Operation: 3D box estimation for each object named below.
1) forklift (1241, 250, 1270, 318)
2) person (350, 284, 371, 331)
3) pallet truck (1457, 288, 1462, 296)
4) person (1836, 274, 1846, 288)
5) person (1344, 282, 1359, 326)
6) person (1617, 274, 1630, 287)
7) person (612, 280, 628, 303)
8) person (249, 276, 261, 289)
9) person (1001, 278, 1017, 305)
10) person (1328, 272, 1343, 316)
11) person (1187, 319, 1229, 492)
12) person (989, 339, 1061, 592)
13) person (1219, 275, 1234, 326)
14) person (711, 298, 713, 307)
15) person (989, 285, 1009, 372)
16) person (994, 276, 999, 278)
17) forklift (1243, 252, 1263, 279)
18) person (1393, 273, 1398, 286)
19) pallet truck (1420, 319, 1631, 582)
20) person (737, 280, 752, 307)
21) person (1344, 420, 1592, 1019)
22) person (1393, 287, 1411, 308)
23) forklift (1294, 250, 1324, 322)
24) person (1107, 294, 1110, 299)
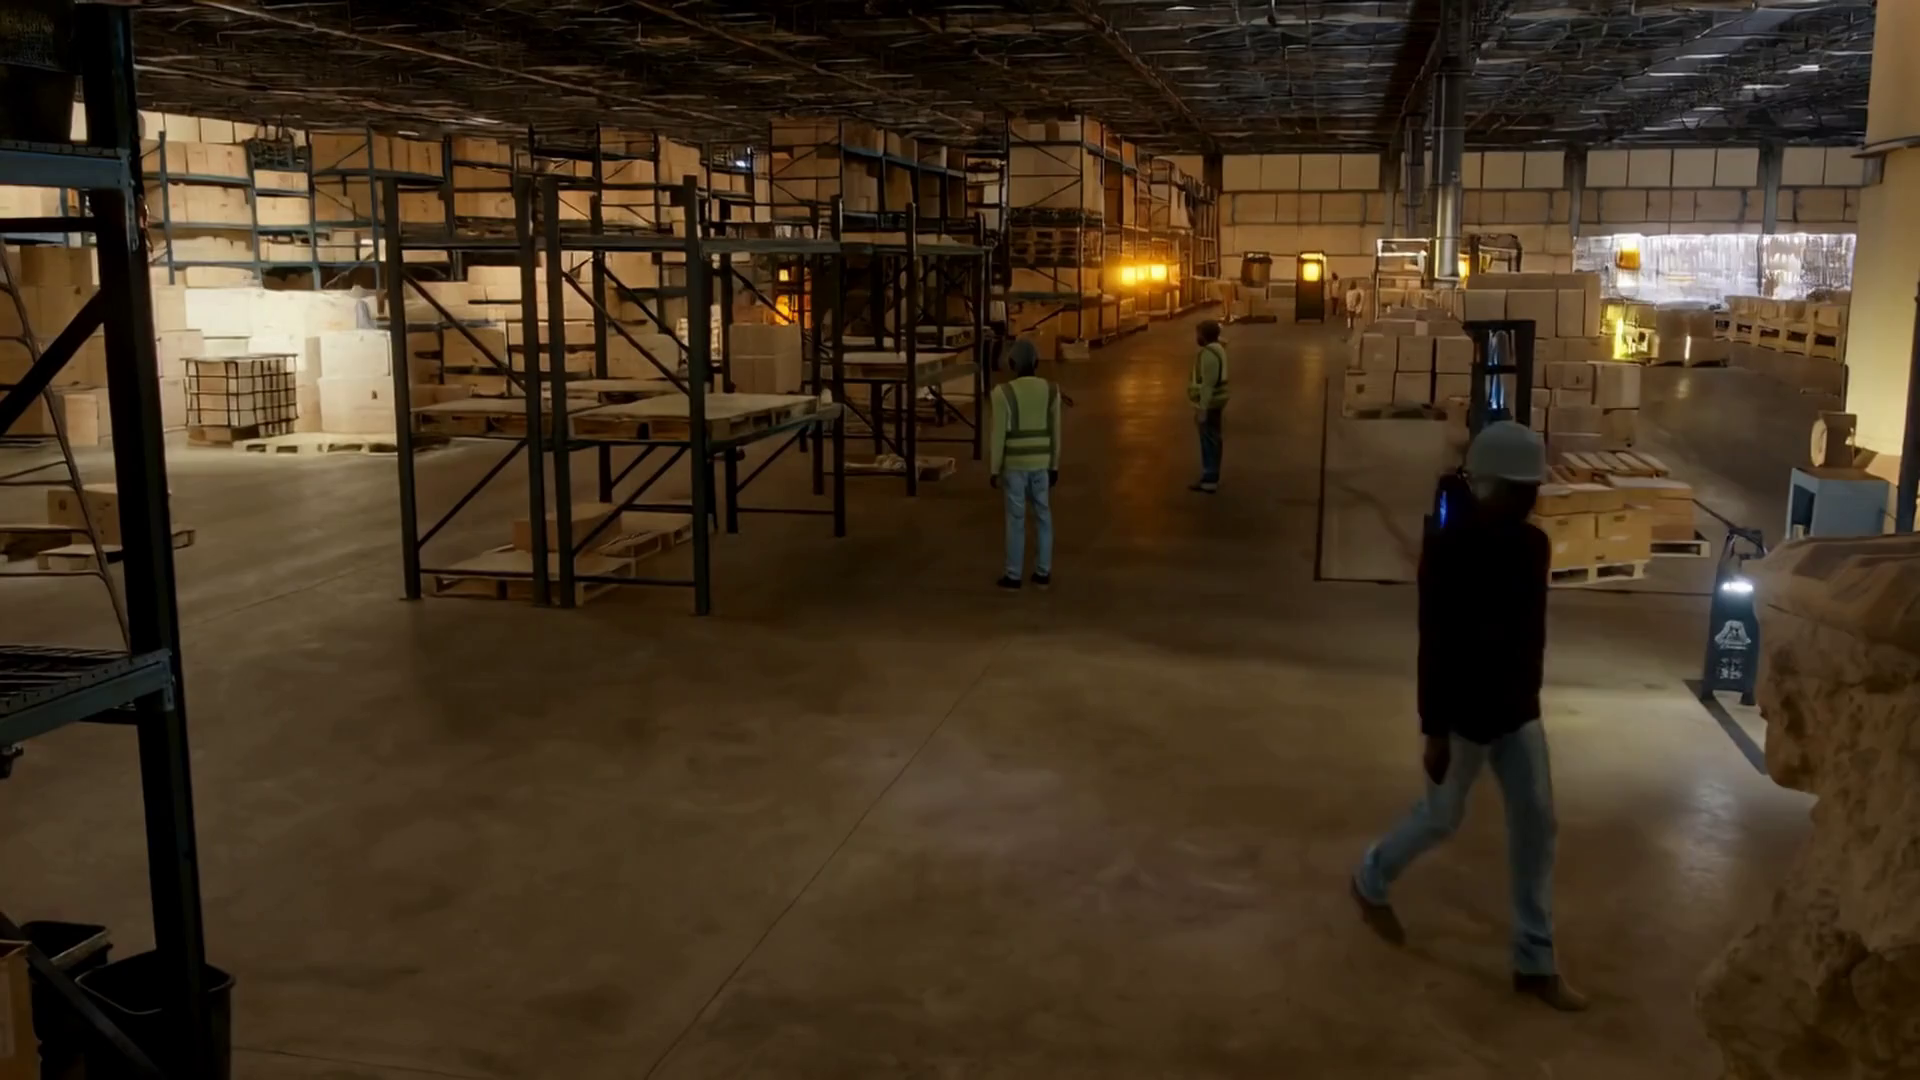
[{"bbox_3d":[12.091,-10.397,67.771,1.129,2.768,1.873,2,10,12],"label":"forklift"},{"bbox_3d":[-13.892,-4.982,38.599,0.441,1.898,0.628,-3,10,-17],"label":"person"},{"bbox_3d":[20.506,-9.785,68.819,0.653,1.274,1.630,2,10,12],"label":"pallet truck"},{"bbox_3d":[39.373,-10.984,74.349,0.403,1.830,0.599,8,13,40],"label":"person"},{"bbox_3d":[14.586,-8.787,61.884,0.539,1.647,0.890,3,10,16],"label":"person"},{"bbox_3d":[28.830,-10.647,72.316,0.570,1.841,0.372,-2,10,-9],"label":"person"},{"bbox_3d":[-9.178,-6.000,44.520,0.631,1.940,0.372,-2,10,-13],"label":"person"},{"bbox_3d":[-21.046,-6.877,49.627,0.628,1.977,0.675,3,10,17],"label":"person"},{"bbox_3d":[1.552,-7.232,51.927,0.401,1.904,0.650,-8,13,-40],"label":"person"},{"bbox_3d":[16.249,-10.609,71.839,0.626,1.926,0.583,0,10,-1],"label":"person"},{"bbox_3d":[2.634,-1.427,17.741,0.429,1.841,0.621,3,10,19],"label":"person"},{"bbox_3d":[0.482,-0.552,12.420,0.575,1.885,0.355,-5,11,-25],"label":"person"},{"bbox_3d":[9.941,-8.933,62.009,0.640,1.898,0.461,-4,10,-21],"label":"person"},{"bbox_3d":[-5.988,-5.047,39.742,0.886,1.642,0.547,4,10,22],"label":"person"},{"bbox_3d":[0.806,-4.669,36.713,0.548,1.917,0.635,-3,10,-16],"label":"person"},{"bbox_3d":[2.029,-13.397,88.682,0.611,1.812,0.494,2,10,11],"label":"person"},{"bbox_3d":[14.245,-12.641,81.063,1.129,2.768,1.873,2,10,12],"label":"forklift"},{"bbox_3d":[23.072,-13.281,88.250,0.485,1.735,0.346,-7,12,-36],"label":"person"},{"bbox_3d":[4.543,-0.757,13.299,0.823,1.965,1.885,-4,10,-22],"label":"pallet truck"},{"bbox_3d":[-5.389,-5.549,41.798,0.444,1.949,0.641,2,10,14],"label":"person"},{"bbox_3d":[1.728,0.555,5.669,0.630,1.958,0.963,-6,11,-31],"label":"person"},{"bbox_3d":[12.502,-6.317,47.124,0.531,1.692,0.320,6,12,33],"label":"person"},{"bbox_3d":[13.778,-10.002,65.433,1.129,2.768,1.873,2,10,12],"label":"forklift"},{"bbox_3d":[8.108,-14.080,92.997,0.750,1.718,0.585,2,10,12],"label":"person"}]
